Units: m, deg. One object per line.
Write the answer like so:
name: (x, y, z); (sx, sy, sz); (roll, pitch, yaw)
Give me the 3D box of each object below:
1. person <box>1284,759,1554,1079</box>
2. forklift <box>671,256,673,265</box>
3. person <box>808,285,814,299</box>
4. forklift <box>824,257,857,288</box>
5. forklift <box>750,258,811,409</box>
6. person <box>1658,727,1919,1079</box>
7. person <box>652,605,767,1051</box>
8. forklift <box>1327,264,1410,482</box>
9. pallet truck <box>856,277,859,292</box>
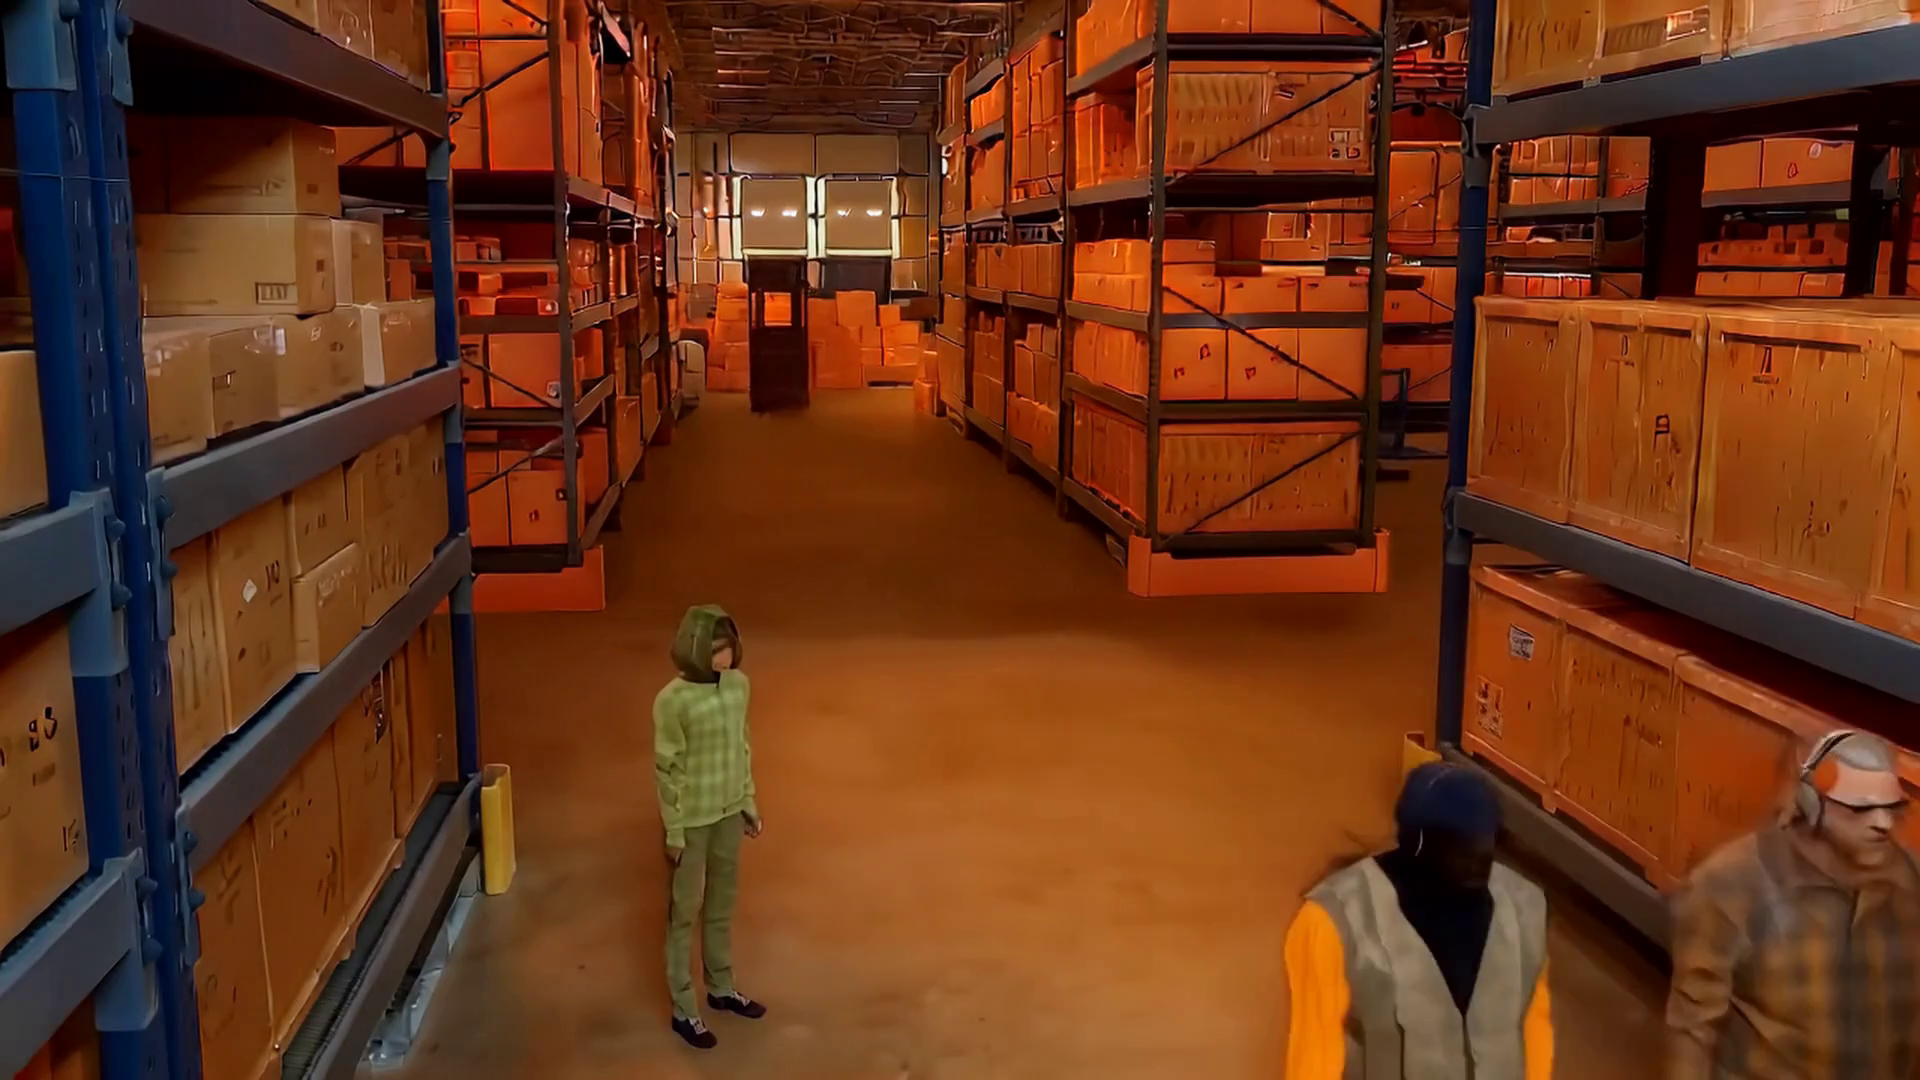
person: (1.008, 1.353, 3.762); (0.635, 1.825, 0.561); (-2, 10, -11)
forklift: (-11.189, -9.344, 62.964); (1.129, 2.768, 1.873); (-1, 10, -7)
person: (-5.886, -9.163, 65.341); (0.318, 1.698, 0.539); (-4, 11, -22)
forklift: (-3.452, -6.789, 48.092); (1.129, 2.768, 1.873); (2, 10, 13)
forklift: (-3.455, -3.966, 31.657); (1.129, 2.768, 1.873); (-1, 10, -7)
person: (1.919, 1.308, 3.884); (0.653, 1.883, 0.781); (-1, 10, -6)
person: (-0.924, 1.038, 6.151); (0.280, 1.633, 0.503); (6, 11, 30)
forklift: (4.686, -2.173, 21.217); (1.873, 2.768, 1.129); (-1, 10, -7)
pallet truck: (-3.782, -9.391, 65.808); (1.885, 1.965, 0.823); (2, 10, 10)
